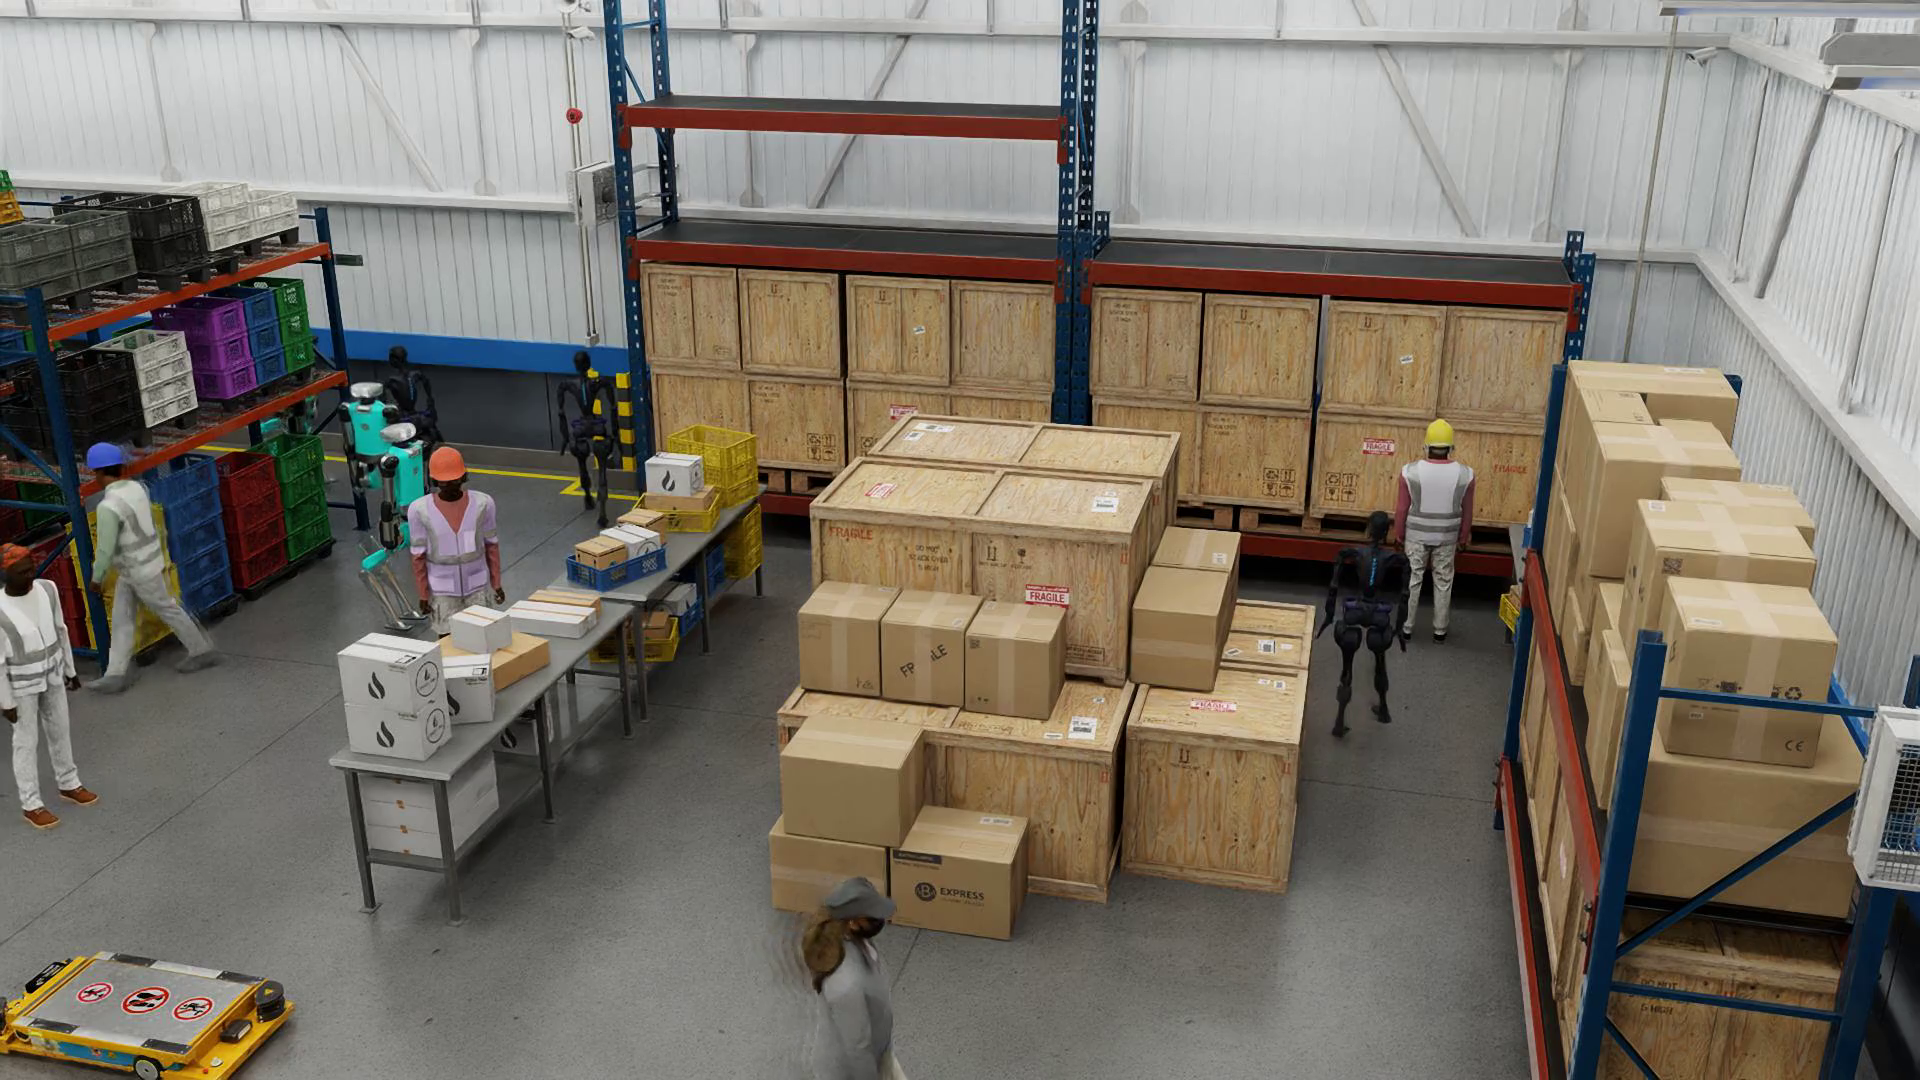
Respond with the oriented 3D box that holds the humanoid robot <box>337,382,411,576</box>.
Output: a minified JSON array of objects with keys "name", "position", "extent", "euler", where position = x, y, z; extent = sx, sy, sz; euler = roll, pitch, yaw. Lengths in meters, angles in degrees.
[{"name":"humanoid robot","position":[-5.021,-0.615,14.702],"extent":[0.531,1.783,1.049],"euler":[2,21,5]}]

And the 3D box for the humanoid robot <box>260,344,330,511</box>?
[{"name":"humanoid robot","position":[-6.416,-1.054,15.732],"extent":[0.743,1.779,0.554],"euler":[-5,22,-14]}]

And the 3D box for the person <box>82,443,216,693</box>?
[{"name":"person","position":[-6.091,0.198,12.278],"extent":[0.929,1.877,0.563],"euler":[-10,23,-24]}]

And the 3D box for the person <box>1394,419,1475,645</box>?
[{"name":"person","position":[3.683,-0.056,12.996],"extent":[0.589,1.836,0.404],"euler":[3,21,7]}]

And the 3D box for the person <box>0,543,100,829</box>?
[{"name":"person","position":[-5.810,0.898,10.451],"extent":[0.363,1.876,0.575],"euler":[8,22,19]}]

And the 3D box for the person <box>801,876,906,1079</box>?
[{"name":"person","position":[-0.357,2.219,7.161],"extent":[0.738,1.738,0.583],"euler":[1,21,2]}]

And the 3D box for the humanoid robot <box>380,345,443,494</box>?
[{"name":"humanoid robot","position":[-5.170,-1.018,15.737],"extent":[0.443,1.643,0.608],"euler":[18,27,39]}]

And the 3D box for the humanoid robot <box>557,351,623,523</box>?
[{"name":"humanoid robot","position":[-3.496,-0.994,15.741],"extent":[0.587,1.620,0.792],"euler":[-4,21,-11]}]

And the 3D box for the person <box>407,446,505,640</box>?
[{"name":"person","position":[-3.527,0.316,11.735],"extent":[0.604,2.045,0.380],"euler":[-10,23,-24]}]

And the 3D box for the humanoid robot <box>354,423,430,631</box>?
[{"name":"humanoid robot","position":[-4.538,-0.123,13.167],"extent":[0.736,1.692,0.530],"euler":[7,22,17]}]

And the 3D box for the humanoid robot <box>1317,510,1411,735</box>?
[{"name":"humanoid robot","position":[2.828,0.568,11.652],"extent":[0.613,1.640,0.529],"euler":[3,21,9]}]

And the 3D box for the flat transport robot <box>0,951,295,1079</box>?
[{"name":"flat transport robot","position":[-4.270,2.464,8.601],"extent":[1.431,0.231,0.659],"euler":[5,22,13]}]

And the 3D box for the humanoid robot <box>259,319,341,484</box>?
[{"name":"humanoid robot","position":[-6.665,-1.336,16.473],"extent":[0.910,1.757,0.537],"euler":[9,23,21]}]
